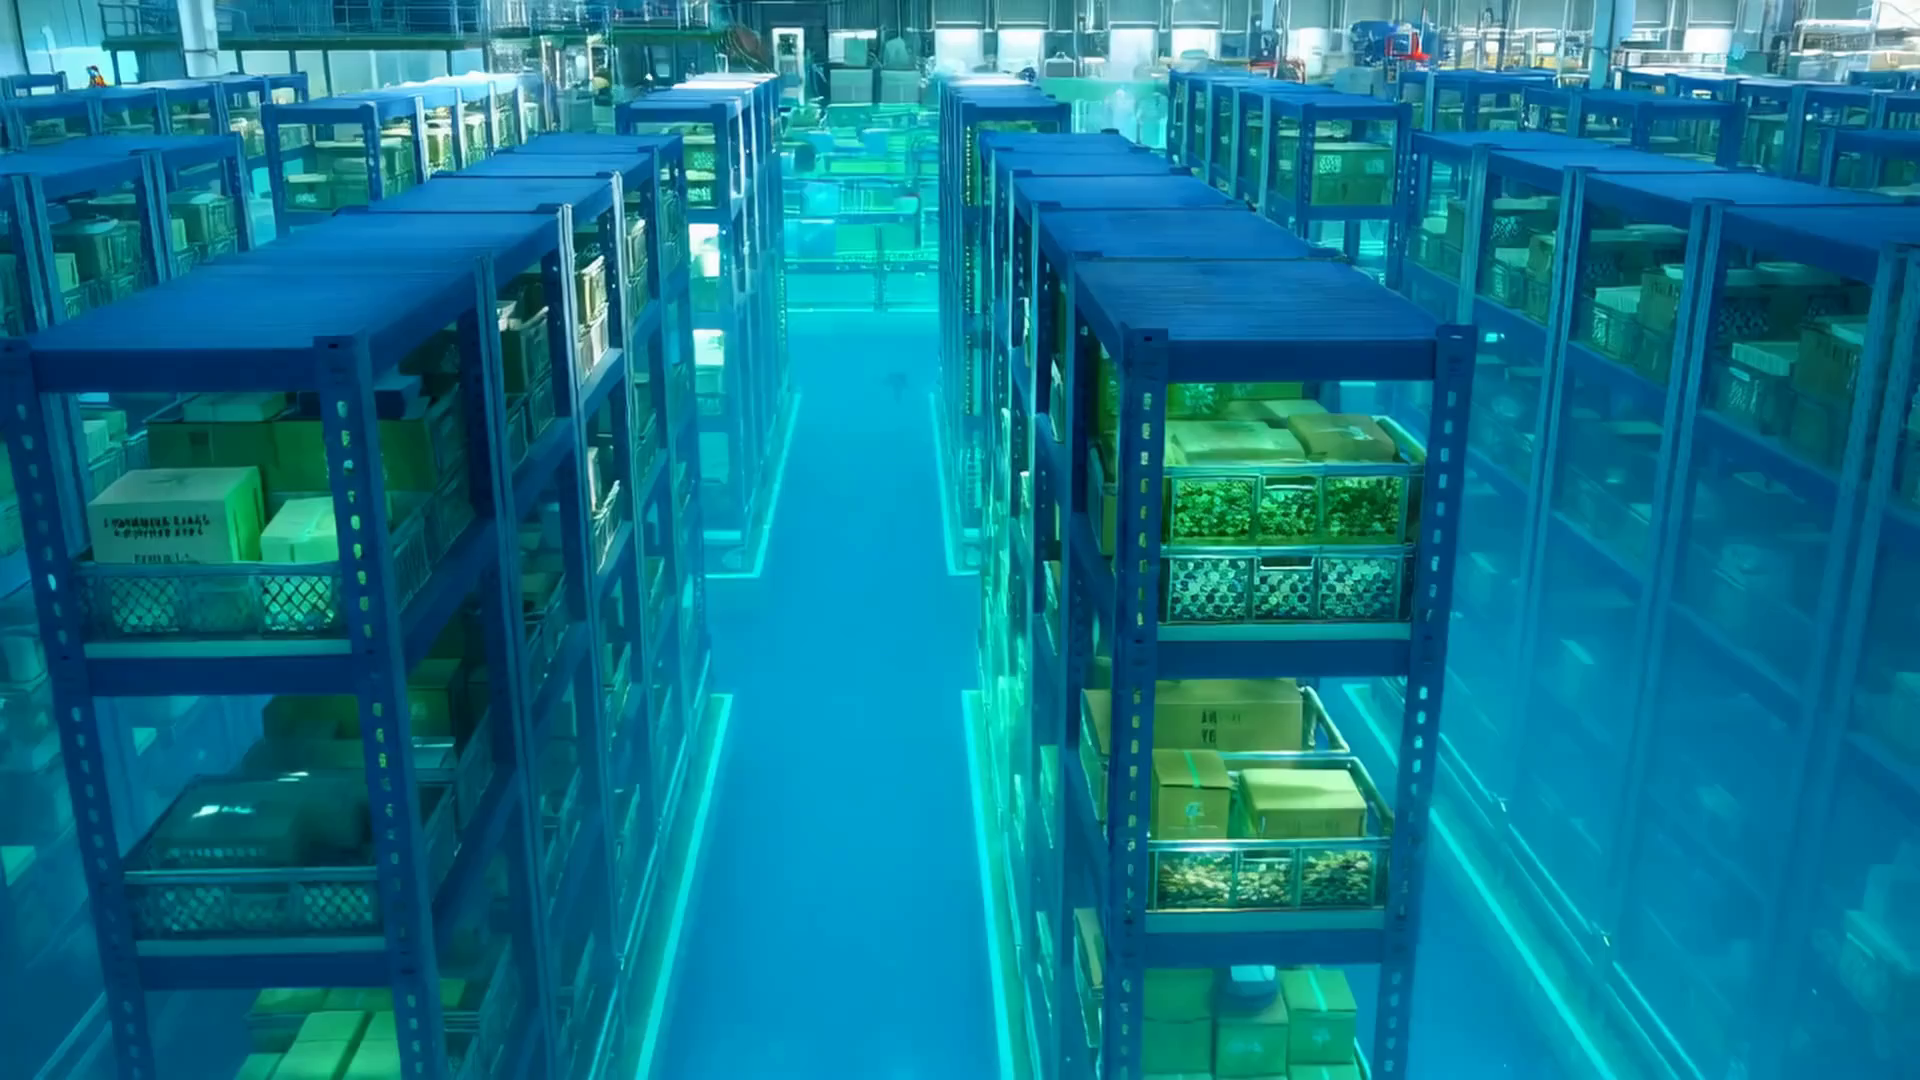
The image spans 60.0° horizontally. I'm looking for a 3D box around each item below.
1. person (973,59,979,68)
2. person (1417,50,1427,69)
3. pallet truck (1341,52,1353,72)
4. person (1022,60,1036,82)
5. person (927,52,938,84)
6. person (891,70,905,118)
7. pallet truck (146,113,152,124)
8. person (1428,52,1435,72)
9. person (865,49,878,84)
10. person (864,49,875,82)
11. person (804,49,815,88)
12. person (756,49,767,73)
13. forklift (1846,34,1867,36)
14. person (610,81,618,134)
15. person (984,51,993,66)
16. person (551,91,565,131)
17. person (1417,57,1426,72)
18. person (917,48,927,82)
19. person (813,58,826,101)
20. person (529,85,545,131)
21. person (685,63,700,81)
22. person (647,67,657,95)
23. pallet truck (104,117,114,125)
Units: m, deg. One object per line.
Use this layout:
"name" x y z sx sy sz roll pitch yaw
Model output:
"person" 0.622 -21.000 75.909 0.859 1.838 0.554 -5 19 -15
"person" 23.762 -24.193 85.555 0.609 1.991 0.384 -9 20 -25
"pallet truck" 18.794 -23.123 82.231 0.823 1.965 1.885 -13 22 -35
"person" 2.870 -19.051 69.617 0.634 2.010 0.606 6 19 19
"person" -1.505 -25.887 91.240 0.922 1.721 0.527 17 24 42
"person" -2.337 -17.038 63.600 1.027 1.885 0.555 11 21 32
"pallet truck" -18.087 -8.309 36.390 1.885 1.965 0.823 -1 18 -4
"person" 24.596 -24.419 86.472 0.887 1.863 0.589 -2 18 -6
"person" -4.899 -25.969 91.254 0.625 1.864 0.928 9 20 25
"person" -5.094 -26.602 93.290 0.659 1.817 0.435 16 24 41
"person" -7.859 -24.625 86.885 0.623 1.991 0.382 4 18 12
"person" -10.762 -25.681 90.280 0.630 1.912 0.547 -12 21 -32
"forklift" 44.079 -23.555 82.154 1.129 2.768 1.873 -1 18 -3
"person" -11.712 -14.656 56.415 0.406 1.754 0.529 -4 18 -13
"person" 1.608 -26.921 94.459 0.537 1.698 0.321 2 18 5
"person" -11.662 -12.031 48.129 0.374 1.859 0.507 4 18 14
"person" 21.803 -21.863 78.583 0.429 1.841 0.634 1 18 4
"person" -2.292 -26.651 93.323 0.985 1.896 0.560 5 18 14
"person" -6.319 -20.740 74.970 0.645 1.925 0.504 -7 19 -19
"person" -13.985 -14.221 54.929 0.976 1.833 0.599 0 18 0
"person" -10.428 -17.548 64.912 0.672 2.000 0.536 -11 21 -31
"person" -11.906 -17.469 64.915 0.987 1.873 0.601 -6 19 -18
"pallet truck" -18.367 -7.885 35.078 1.885 1.965 0.823 1 18 2
